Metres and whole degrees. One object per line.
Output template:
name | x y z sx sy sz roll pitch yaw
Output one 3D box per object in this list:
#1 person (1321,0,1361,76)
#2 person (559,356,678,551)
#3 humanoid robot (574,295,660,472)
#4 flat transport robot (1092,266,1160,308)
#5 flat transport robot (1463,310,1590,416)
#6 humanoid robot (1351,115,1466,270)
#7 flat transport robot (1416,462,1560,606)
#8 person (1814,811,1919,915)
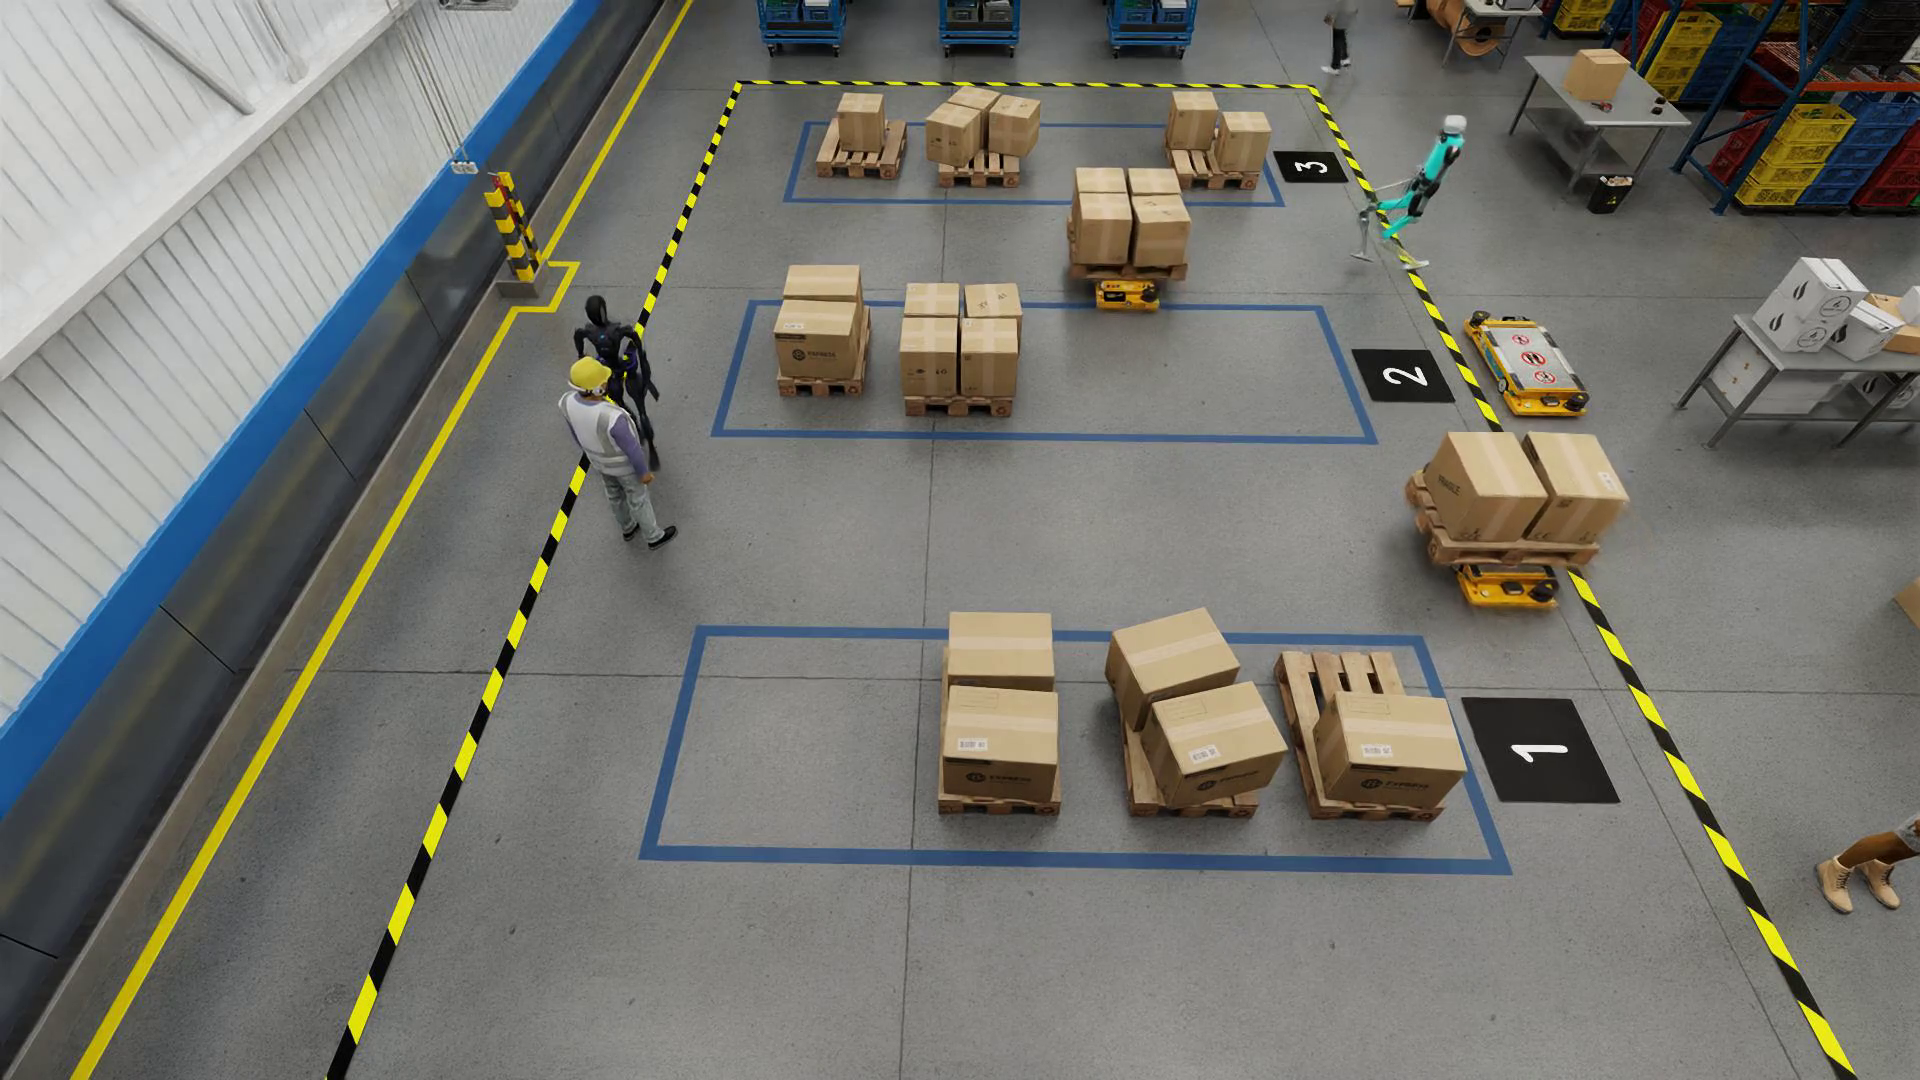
person | 5.460 -7.609 13.102 0.630 1.813 0.479 -37 58 -27
person | -2.631 -0.639 7.056 0.604 1.828 0.403 21 52 17
humanoid robot | -2.888 -1.329 7.761 0.585 1.633 0.690 -7 50 -6
flat transport robot | 1.802 -3.070 10.173 0.652 0.197 1.431 1 49 1
flat transport robot | 5.573 -1.757 9.054 0.659 0.231 1.431 1 49 1
humanoid robot | 4.689 -3.622 9.708 1.034 1.740 0.539 10 50 9
flat transport robot | 4.334 -0.076 7.581 0.652 0.197 1.431 1 49 1
person | 5.645 1.522 5.041 0.606 2.048 0.366 -2 49 -2
